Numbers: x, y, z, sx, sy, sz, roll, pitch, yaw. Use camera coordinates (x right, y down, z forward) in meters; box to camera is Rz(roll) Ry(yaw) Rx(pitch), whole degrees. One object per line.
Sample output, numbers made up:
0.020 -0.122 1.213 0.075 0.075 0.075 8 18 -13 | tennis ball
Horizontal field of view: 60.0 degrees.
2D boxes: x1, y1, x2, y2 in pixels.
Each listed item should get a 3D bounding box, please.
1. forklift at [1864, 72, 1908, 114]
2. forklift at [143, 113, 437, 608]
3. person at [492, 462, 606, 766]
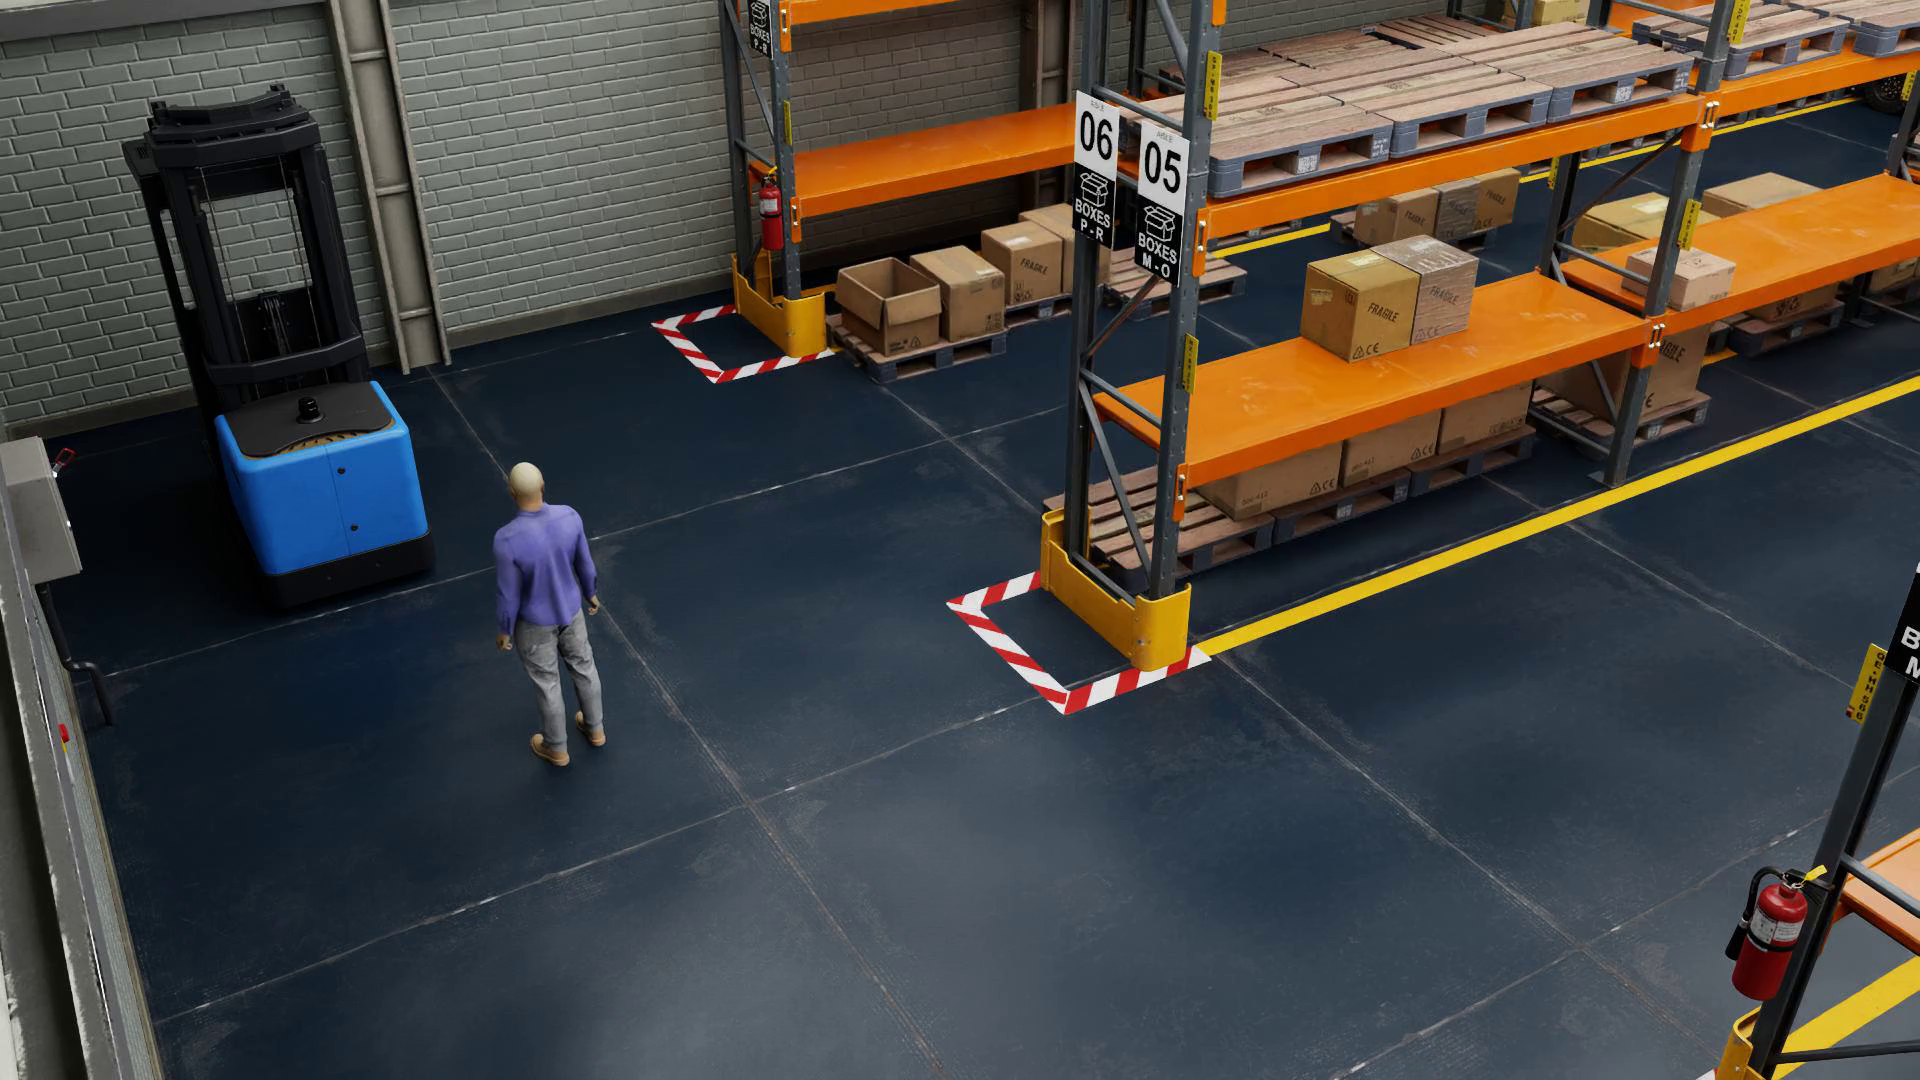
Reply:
11.468 -5.645 18.244 1.214 2.155 2.313 -17 36 -26 | forklift
-4.289 -1.259 10.509 1.129 2.768 1.873 -17 36 -26 | forklift
-2.170 0.406 8.830 0.606 1.797 0.374 -26 40 -35 | person
